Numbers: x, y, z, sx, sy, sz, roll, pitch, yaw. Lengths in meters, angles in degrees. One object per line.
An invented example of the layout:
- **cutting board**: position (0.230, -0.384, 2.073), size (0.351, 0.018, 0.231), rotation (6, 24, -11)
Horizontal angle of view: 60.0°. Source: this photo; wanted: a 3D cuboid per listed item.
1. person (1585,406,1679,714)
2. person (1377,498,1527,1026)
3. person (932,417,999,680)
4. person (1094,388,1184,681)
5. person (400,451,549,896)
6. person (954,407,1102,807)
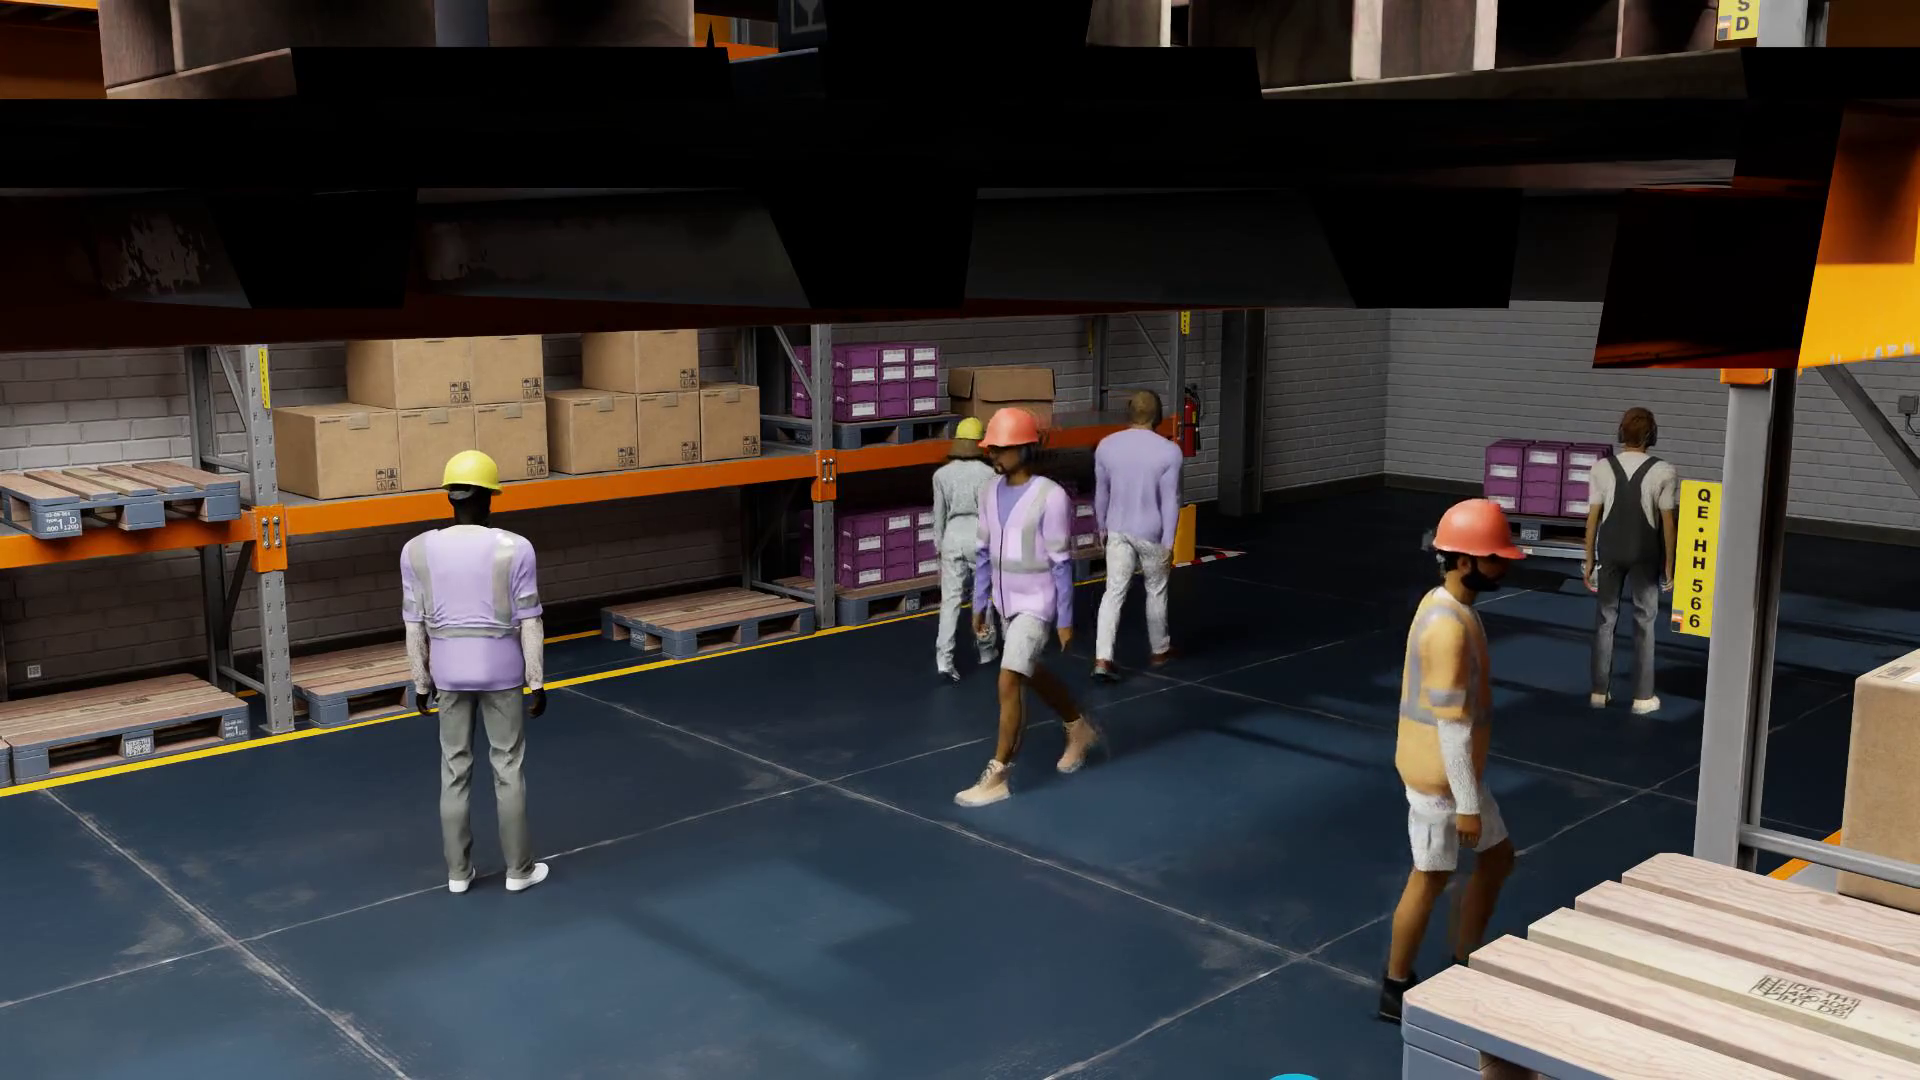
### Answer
- **person**: position (4.031, 0.120, 10.007), size (0.515, 1.843, 0.327), rotation (6, 11, 32)
- **person**: position (1.792, 0.807, 5.777), size (0.660, 1.912, 0.565), rotation (4, 10, 21)
- **person**: position (0.035, 0.049, 10.888), size (0.486, 1.690, 0.916), rotation (3, 10, 15)
- **person**: position (1.135, -0.040, 10.818), size (0.648, 1.895, 1.012), rotation (5, 11, 28)
- **person**: position (-2.062, 0.577, 7.126), size (0.585, 1.917, 0.382), rotation (0, 10, 0)
- **person**: position (0.380, 0.303, 8.513), size (1.011, 2.006, 0.621), rotation (-7, 12, -37)
